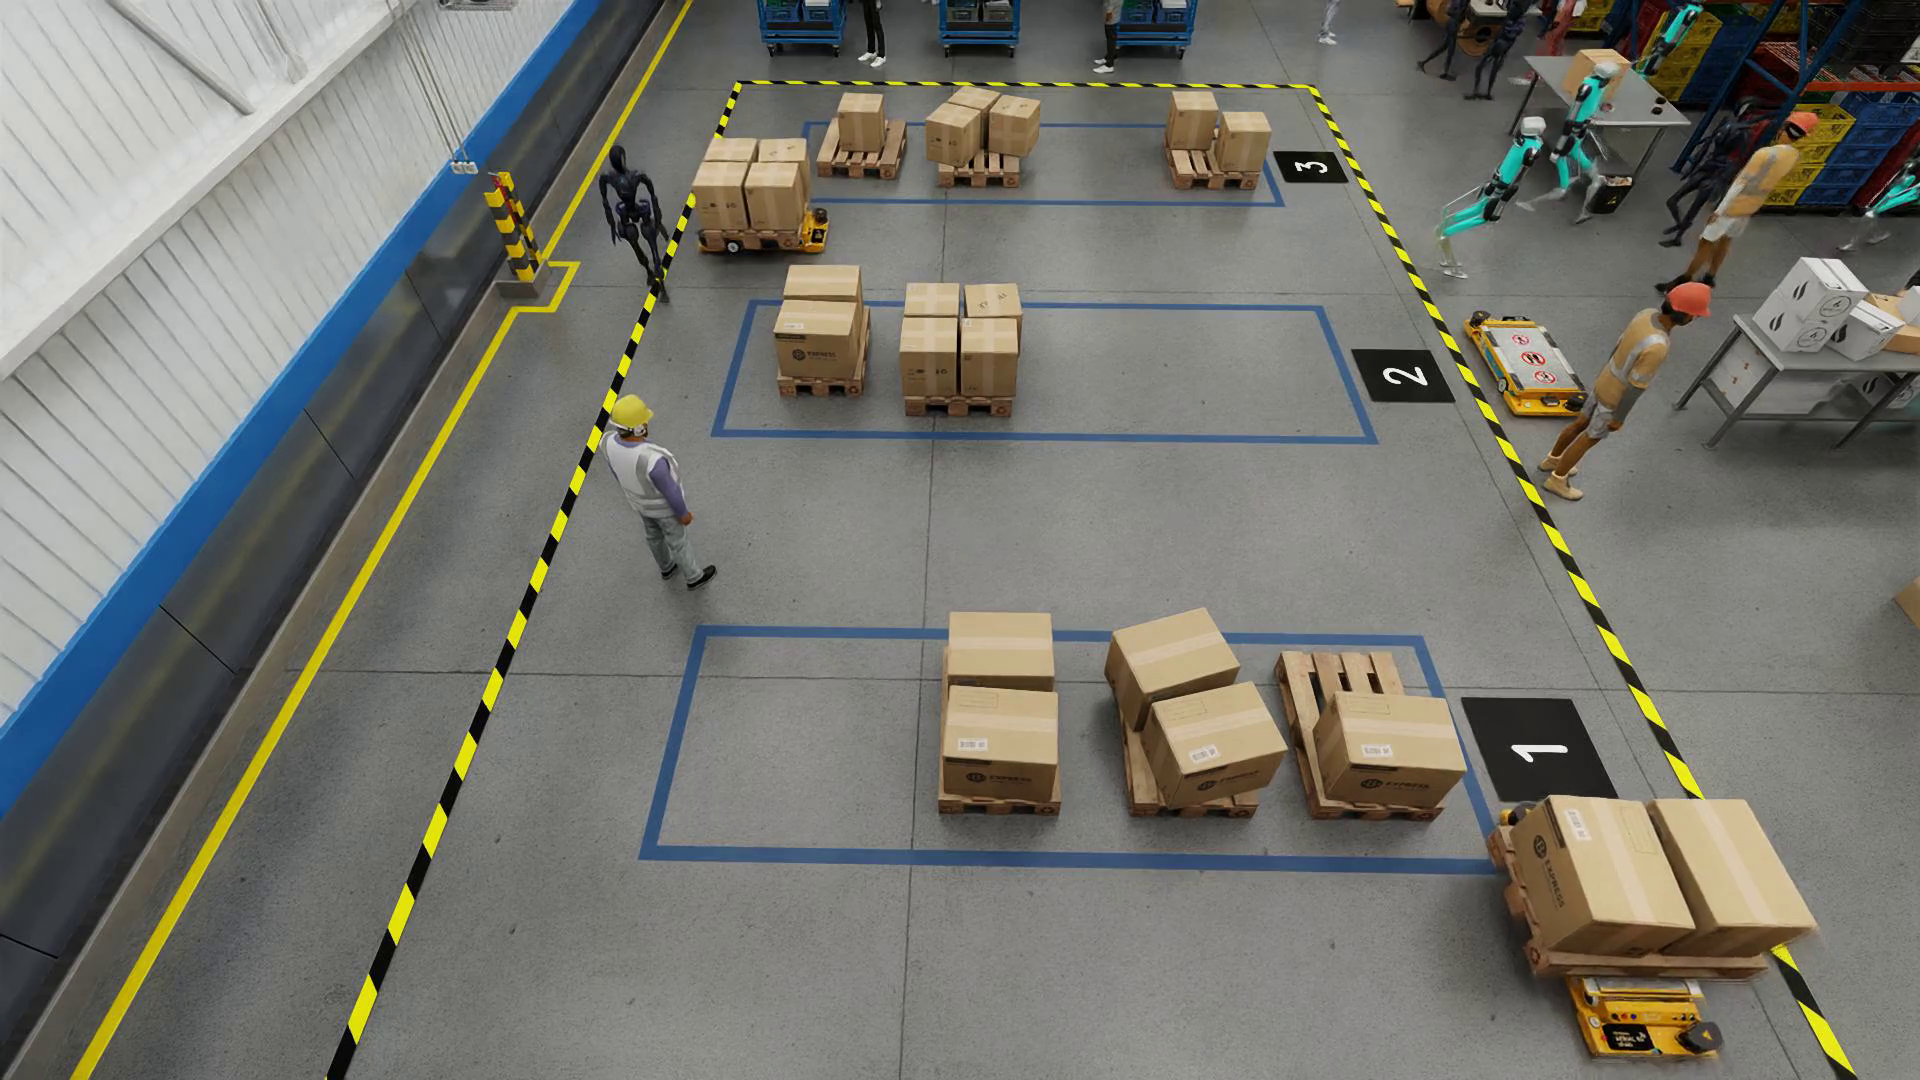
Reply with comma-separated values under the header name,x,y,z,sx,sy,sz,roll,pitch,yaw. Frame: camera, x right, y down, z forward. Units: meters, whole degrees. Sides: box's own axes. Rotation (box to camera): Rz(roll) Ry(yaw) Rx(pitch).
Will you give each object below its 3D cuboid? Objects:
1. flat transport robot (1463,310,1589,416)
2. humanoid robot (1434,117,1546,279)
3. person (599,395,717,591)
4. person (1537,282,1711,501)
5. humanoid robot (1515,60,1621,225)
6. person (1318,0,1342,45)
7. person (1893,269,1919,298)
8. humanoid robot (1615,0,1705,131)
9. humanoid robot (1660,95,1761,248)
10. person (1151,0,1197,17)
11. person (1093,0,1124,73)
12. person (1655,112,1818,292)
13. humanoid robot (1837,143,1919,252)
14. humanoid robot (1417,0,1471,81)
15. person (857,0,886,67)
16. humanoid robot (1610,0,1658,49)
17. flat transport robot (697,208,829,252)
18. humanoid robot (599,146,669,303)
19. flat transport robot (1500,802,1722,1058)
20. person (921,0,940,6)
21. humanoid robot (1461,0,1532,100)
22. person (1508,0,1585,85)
name,x,y,z,sx,sy,sz,roll,pitch,yaw
flat transport robot,5.573,-1.757,9.054,0.659,0.231,1.431,1,49,1
humanoid robot,5.379,-3.560,9.554,0.735,1.677,0.533,8,50,7
person,-2.233,-0.315,6.777,0.588,1.824,0.403,24,53,19
person,5.326,-1.183,7.386,0.384,2.039,0.614,14,51,12
humanoid robot,7.169,-4.406,10.394,0.530,1.775,0.986,-32,56,-25
person,5.859,-8.542,13.950,0.320,1.742,0.488,11,50,9
person,10.359,-3.176,9.248,0.337,1.839,0.505,-31,56,-24
humanoid robot,8.884,-6.234,11.966,0.704,1.782,0.554,22,53,18
humanoid robot,8.248,-4.021,10.083,0.354,1.650,0.615,0,49,0
person,3.437,-9.250,14.418,1.052,1.955,0.615,-9,50,-8
person,2.160,-7.727,13.174,0.385,1.850,0.598,8,50,7
person,7.950,-3.400,9.415,0.681,1.884,0.367,-12,50,-10
humanoid robot,10.229,-3.872,9.923,0.990,1.746,0.554,-7,49,-6
humanoid robot,7.100,-7.483,13.101,0.616,1.665,0.614,26,54,21
person,-1.318,-7.918,13.328,0.316,1.869,0.529,-33,57,-25
humanoid robot,9.777,-7.541,13.165,0.796,1.633,0.605,0,49,0
flat transport robot,-2.272,-3.612,10.641,1.431,0.197,0.652,1,49,1
humanoid robot,-3.338,-3.252,9.438,0.584,1.621,0.760,-8,50,-7
flat transport robot,3.880,2.294,5.529,0.652,0.197,1.431,1,49,1
person,-0.477,-9.802,14.959,0.521,1.869,0.315,31,56,24
humanoid robot,7.476,-6.901,12.573,0.359,1.646,0.594,35,58,27
person,8.439,-7.411,12.880,0.612,1.890,0.592,25,54,20
